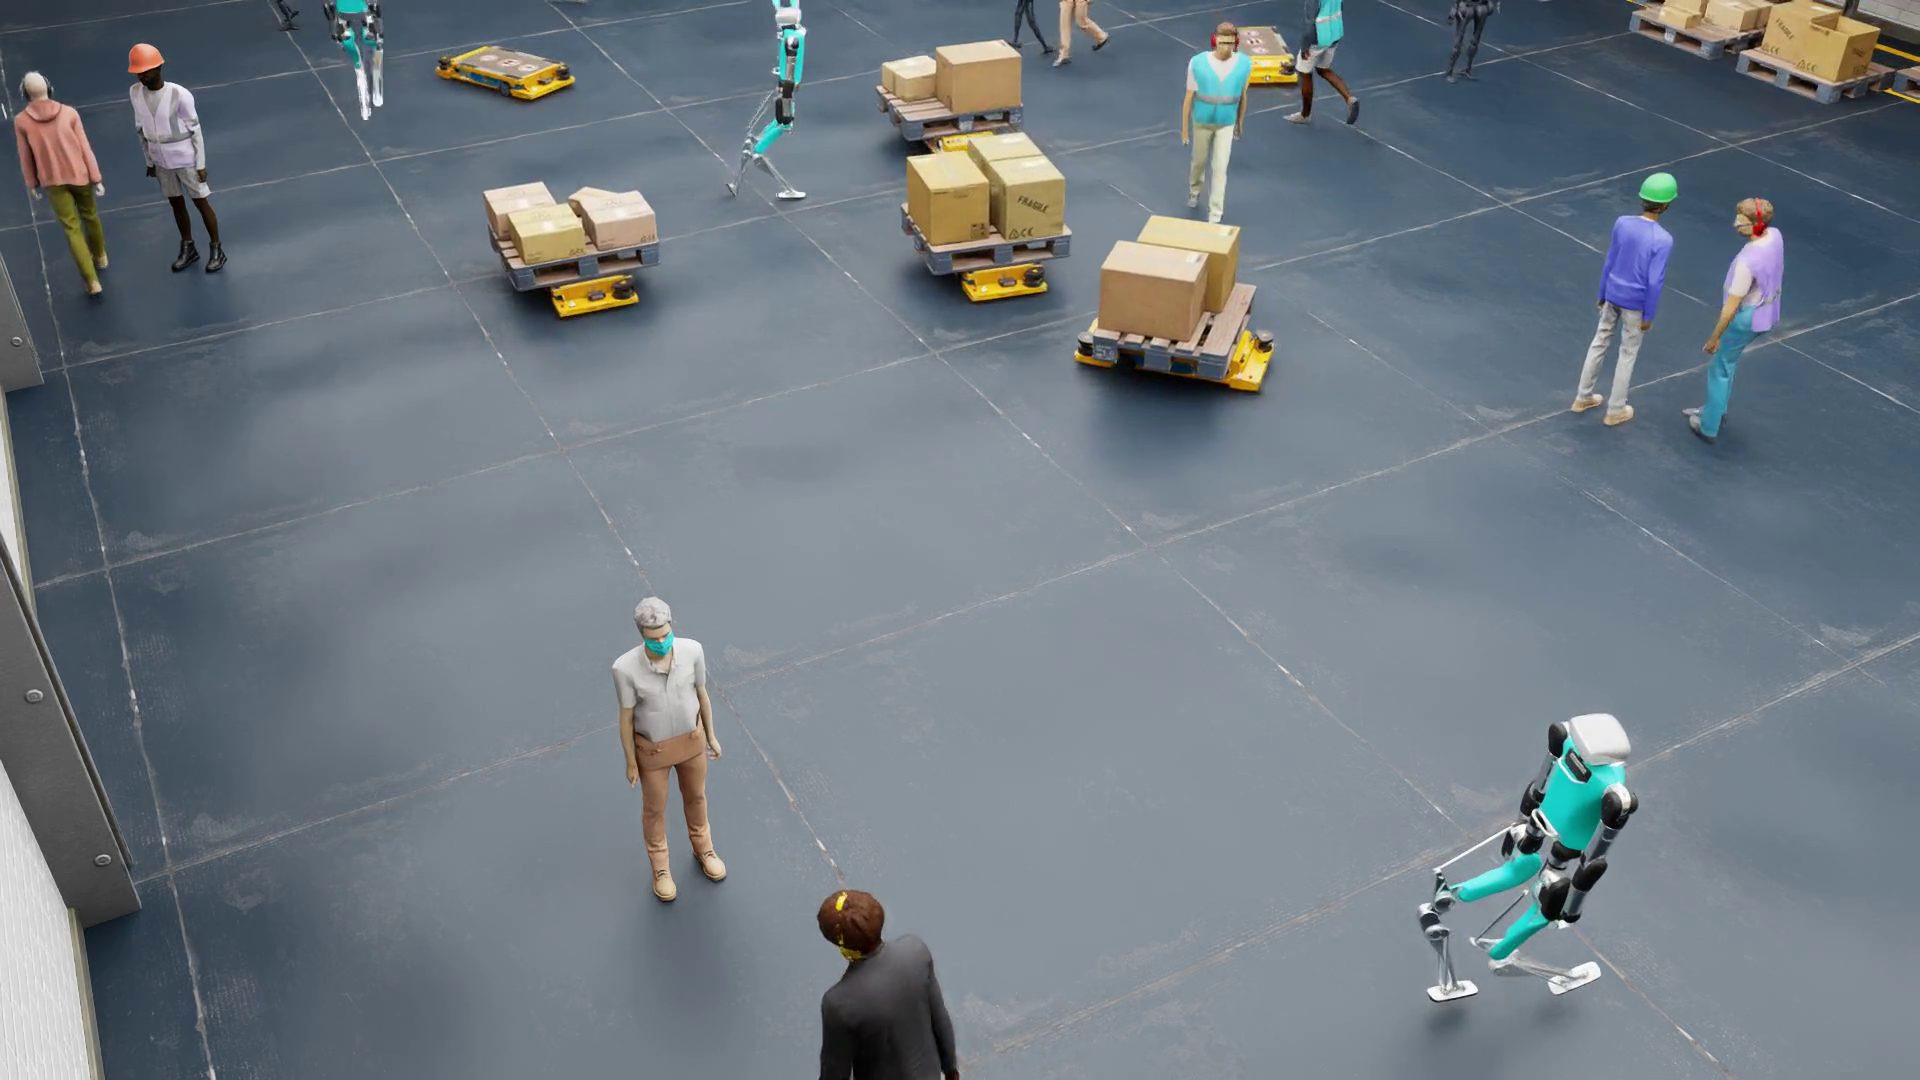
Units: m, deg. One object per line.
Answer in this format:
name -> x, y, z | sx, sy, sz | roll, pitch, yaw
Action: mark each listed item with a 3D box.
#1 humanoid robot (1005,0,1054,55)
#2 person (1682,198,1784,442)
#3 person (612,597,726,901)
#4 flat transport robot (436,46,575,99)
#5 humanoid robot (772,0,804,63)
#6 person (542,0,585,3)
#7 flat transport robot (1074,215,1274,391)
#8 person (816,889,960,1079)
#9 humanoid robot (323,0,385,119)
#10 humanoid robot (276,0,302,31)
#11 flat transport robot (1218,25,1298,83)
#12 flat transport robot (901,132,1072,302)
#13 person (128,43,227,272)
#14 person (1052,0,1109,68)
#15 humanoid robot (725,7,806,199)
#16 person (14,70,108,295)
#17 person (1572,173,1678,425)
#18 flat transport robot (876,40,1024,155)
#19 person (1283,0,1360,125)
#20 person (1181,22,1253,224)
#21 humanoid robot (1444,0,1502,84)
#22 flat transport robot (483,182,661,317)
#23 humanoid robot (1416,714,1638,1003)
humanoid robot -> 0.747, -6.213, 18.401 | 0.615, 1.648, 0.609 | 7, 36, 11
person -> 5.415, -1.511, 11.533 | 0.437, 1.821, 0.627 | 24, 42, 30
person -> -1.395, 0.990, 8.013 | 0.477, 1.747, 0.320 | -18, 39, -24
flat transport robot -> -4.910, -5.049, 17.925 | 1.431, 0.231, 0.659 | 20, 40, 26
humanoid robot -> -1.914, -6.002, 18.030 | 0.534, 1.804, 0.737 | -7, 36, -10
person -> -4.853, -7.276, 19.872 | 0.642, 1.670, 0.545 | 12, 37, 17
flat transport robot -> 1.658, -1.485, 12.835 | 1.431, 0.231, 0.659 | 11, 37, 15
person -> -0.297, 2.052, 6.421 | 0.830, 1.833, 0.515 | 25, 42, 31
humanoid robot -> -6.074, -5.188, 16.868 | 0.527, 1.767, 0.938 | -6, 35, -8
humanoid robot -> -7.891, -6.661, 19.007 | 0.352, 1.642, 0.612 | -5, 35, -7
flat transport robot -> 3.270, -5.385, 18.404 | 0.659, 0.231, 1.431 | -1, 35, -2
flat transport robot -> 0.205, -2.453, 14.218 | 0.659, 0.231, 1.431 | -10, 36, -14
person -> -6.499, -3.147, 13.755 | 0.542, 1.939, 0.359 | 5, 35, 7
person -> 1.329, -6.000, 18.081 | 0.666, 1.642, 0.478 | -25, 42, -31
humanoid robot -> -1.798, -3.862, 14.994 | 0.890, 1.834, 0.557 | -1, 35, -1
person -> -7.309, -2.928, 13.575 | 0.546, 1.792, 0.959 | -18, 39, -24
person -> 4.731, -1.705, 11.761 | 0.360, 1.868, 0.459 | -24, 41, -30
flat transport robot -> -0.100, -4.109, 16.583 | 0.659, 0.231, 1.431 | -12, 37, -16
person -> 3.609, -4.948, 16.373 | 0.703, 1.895, 0.567 | 29, 44, 35
person -> 2.236, -3.678, 14.637 | 0.589, 1.796, 0.910 | 0, 35, 0
humanoid robot -> 5.461, -5.687, 17.603 | 0.609, 1.654, 0.321 | -9, 36, -13
flat transport robot -> -3.221, -2.297, 13.995 | 0.659, 0.231, 1.431 | -15, 38, -20
humanoid robot -> 2.462, 1.488, 7.311 | 1.033, 1.732, 0.558 | -8, 36, -12
